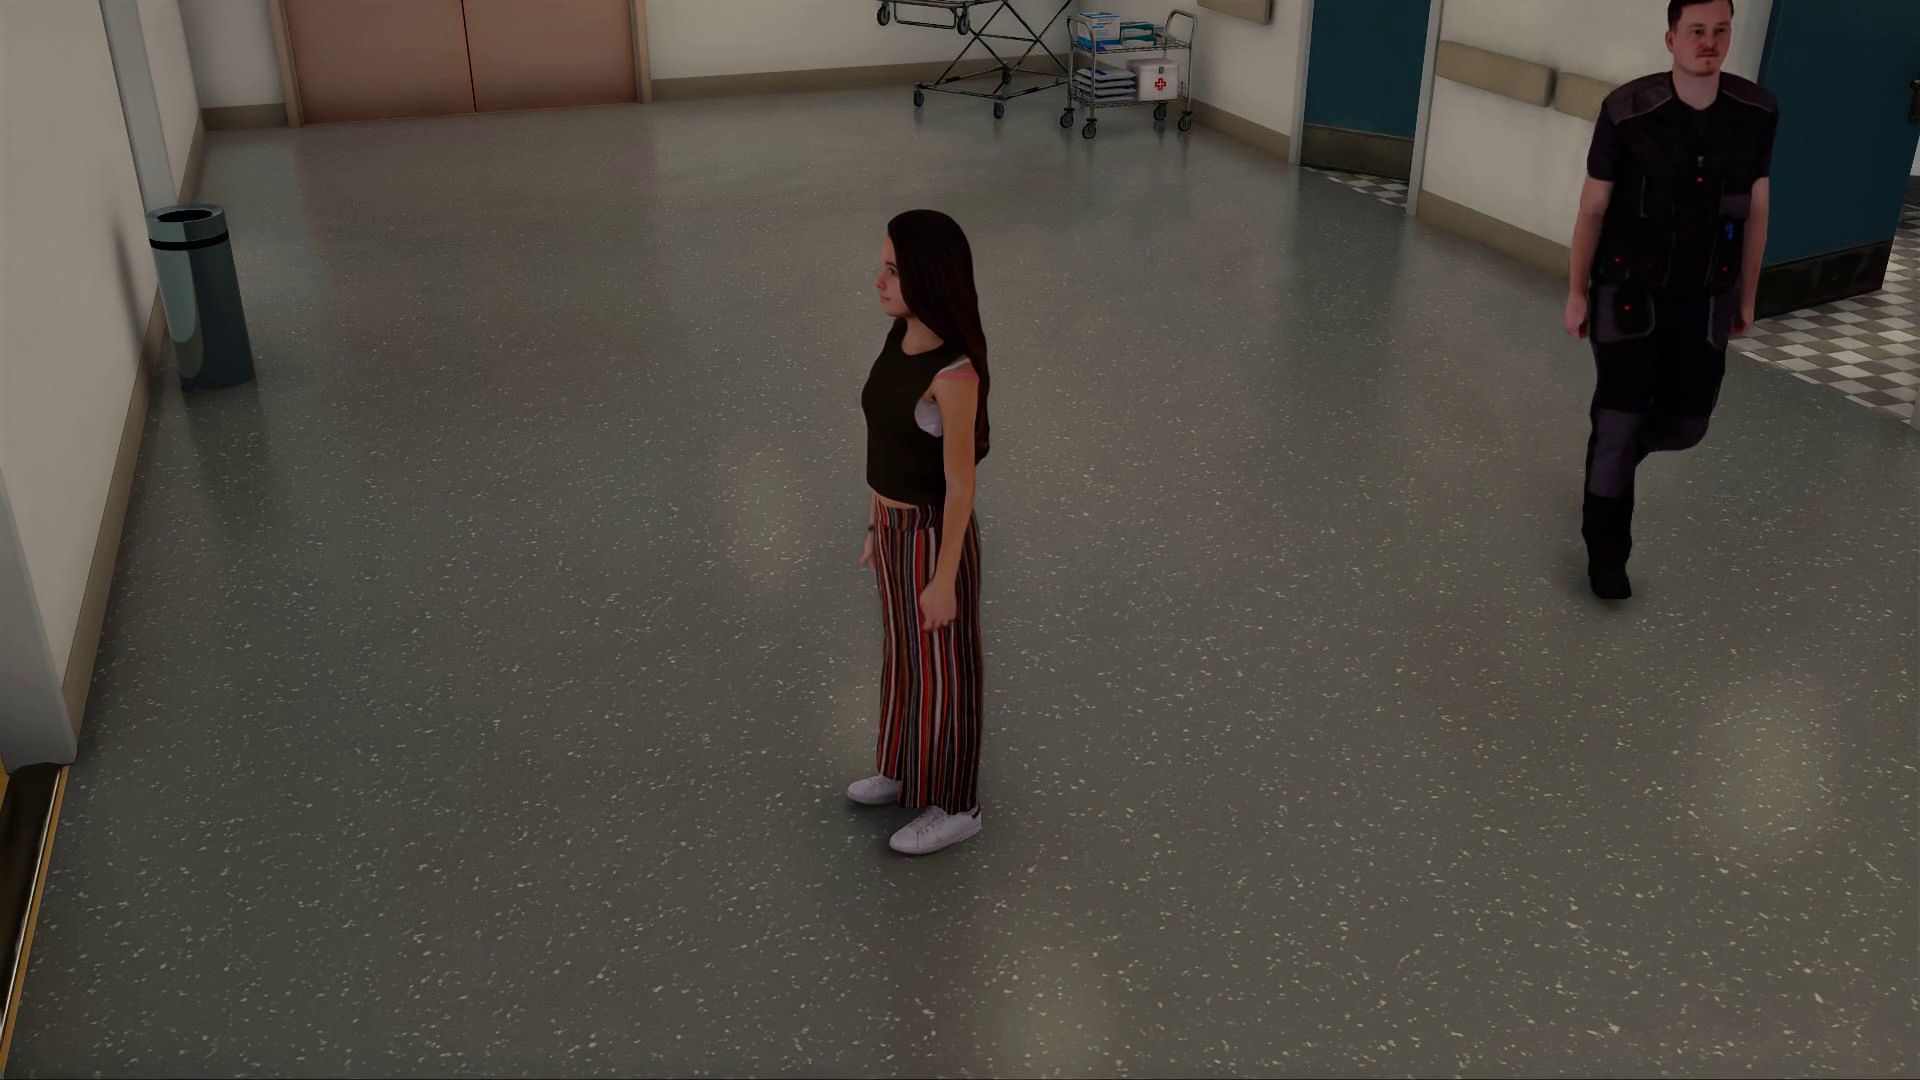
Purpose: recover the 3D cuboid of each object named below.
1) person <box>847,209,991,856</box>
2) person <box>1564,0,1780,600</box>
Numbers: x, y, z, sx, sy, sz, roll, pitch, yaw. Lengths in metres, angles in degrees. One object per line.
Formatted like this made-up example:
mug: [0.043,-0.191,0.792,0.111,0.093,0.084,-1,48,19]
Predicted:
person: [-0.080,-0.004,3.858,0.633,1.562,0.486,-12,28,-24]
person: [2.131,-0.759,5.117,0.951,1.829,1.100,1,26,2]
